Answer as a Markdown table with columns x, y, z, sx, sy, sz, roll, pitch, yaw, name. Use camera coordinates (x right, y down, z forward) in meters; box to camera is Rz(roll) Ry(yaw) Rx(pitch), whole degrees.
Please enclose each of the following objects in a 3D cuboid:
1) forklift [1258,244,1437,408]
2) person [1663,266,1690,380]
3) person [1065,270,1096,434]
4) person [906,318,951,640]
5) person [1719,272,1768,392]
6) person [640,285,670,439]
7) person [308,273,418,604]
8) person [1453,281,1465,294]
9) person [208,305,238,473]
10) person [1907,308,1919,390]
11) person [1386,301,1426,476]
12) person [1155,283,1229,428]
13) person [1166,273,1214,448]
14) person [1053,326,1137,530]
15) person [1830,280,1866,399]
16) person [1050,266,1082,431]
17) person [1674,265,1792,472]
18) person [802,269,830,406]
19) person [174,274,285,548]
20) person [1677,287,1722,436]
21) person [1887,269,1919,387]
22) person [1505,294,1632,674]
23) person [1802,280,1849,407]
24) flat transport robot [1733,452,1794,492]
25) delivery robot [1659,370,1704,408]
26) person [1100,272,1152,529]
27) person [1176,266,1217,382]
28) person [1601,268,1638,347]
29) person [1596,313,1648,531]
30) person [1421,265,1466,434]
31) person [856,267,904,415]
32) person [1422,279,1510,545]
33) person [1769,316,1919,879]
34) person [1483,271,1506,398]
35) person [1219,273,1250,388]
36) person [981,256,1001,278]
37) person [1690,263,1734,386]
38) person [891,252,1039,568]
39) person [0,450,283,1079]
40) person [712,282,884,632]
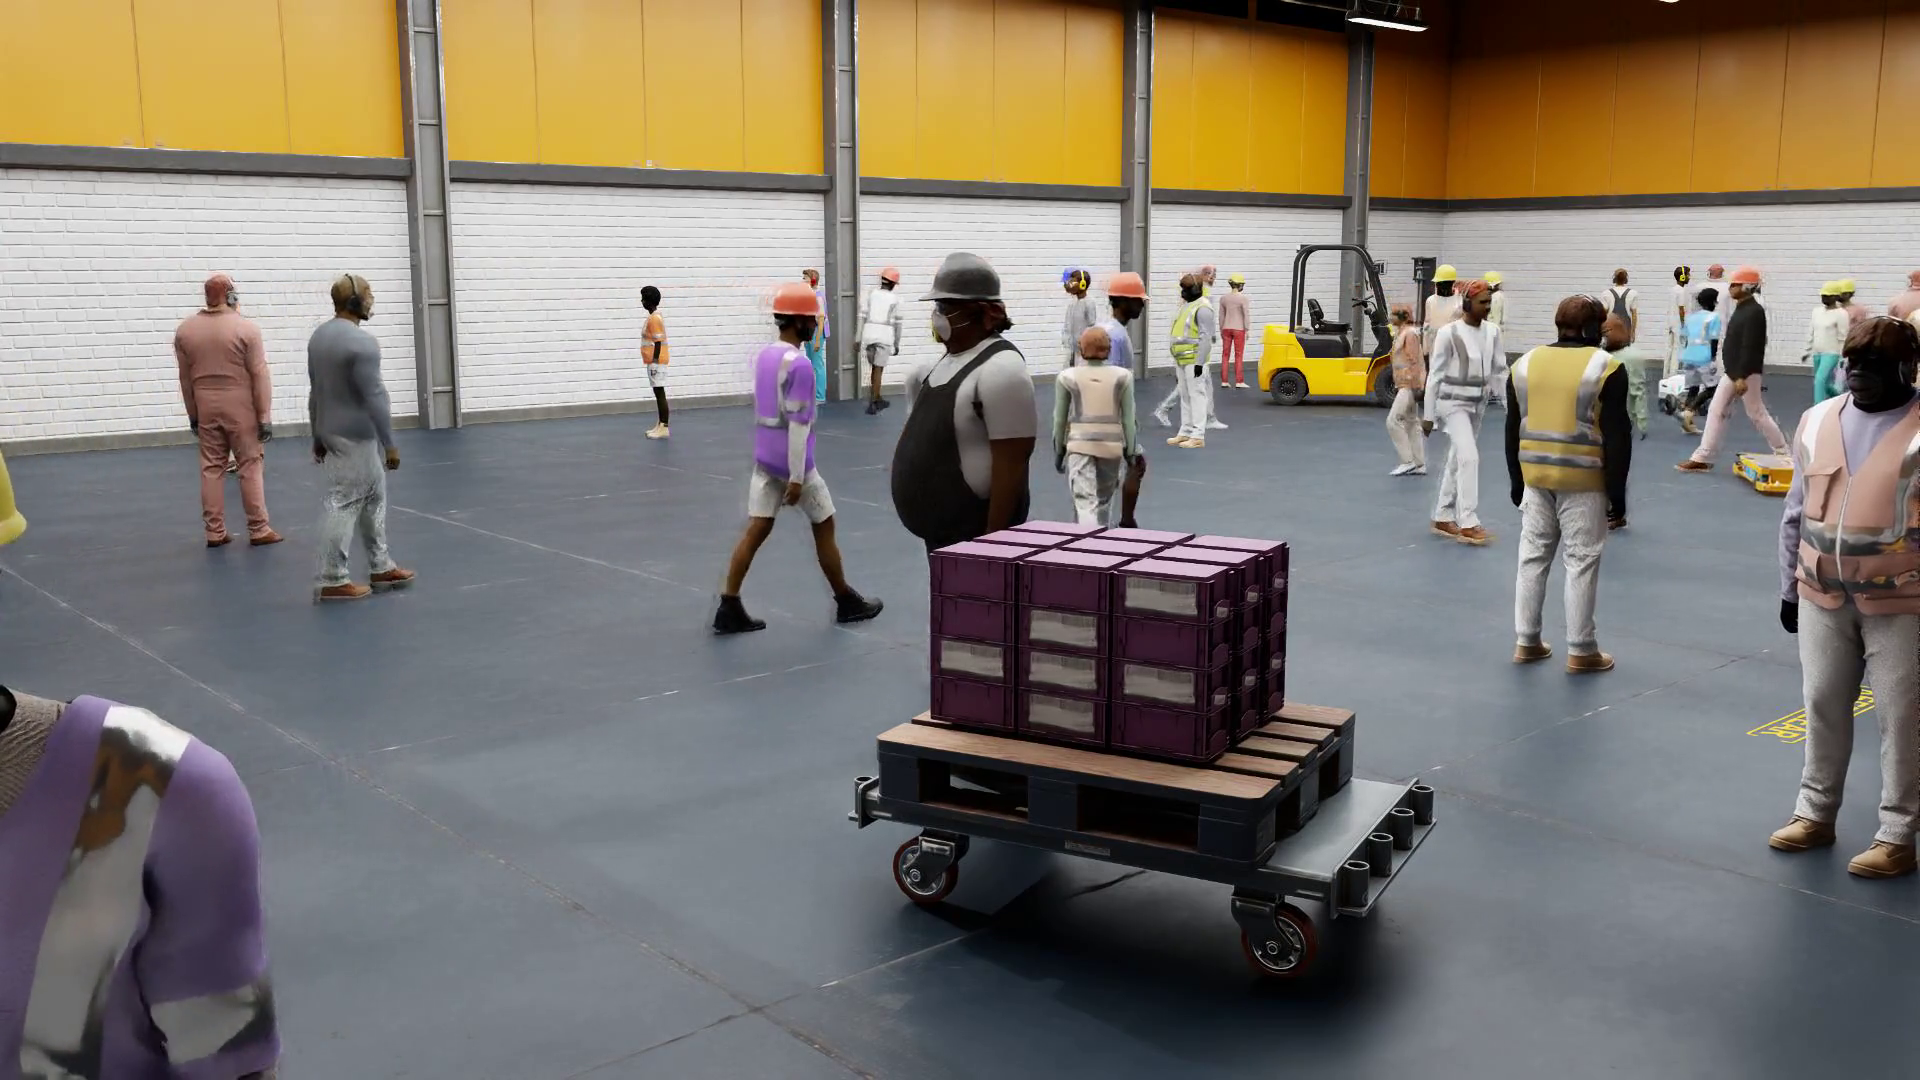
| x | y | z | sx | sy | sz | roll | pitch | yaw | name |
| --- | --- | --- | --- | --- | --- | --- | --- | --- | --- |
| 5.256 | -2.933 | 22.661 | 2.313 | 2.155 | 1.214 | 3 | 10 | 16 | forklift |
| 10.980 | -3.241 | 25.416 | 0.328 | 1.872 | 0.508 | 0 | 10 | 1 | person |
| 1.375 | -2.095 | 18.708 | 0.310 | 1.868 | 0.532 | -2 | 10 | -14 | person |
| 0.030 | -0.204 | 7.720 | 0.516 | 1.845 | 0.737 | -2 | 10 | -14 | person |
| 11.612 | -3.061 | 24.576 | 0.853 | 1.801 | 0.587 | -1 | 10 | -5 | person |
| -3.389 | -1.974 | 18.490 | 0.319 | 1.698 | 0.538 | -2 | 10 | -10 | person |
| -3.481 | -0.604 | 9.825 | 0.661 | 1.909 | 0.814 | 9 | 14 | 44 | person |
| 8.788 | -3.744 | 29.158 | 0.827 | 1.596 | 0.512 | -6 | 11 | -32 | person |
| -6.850 | -1.412 | 15.419 | 0.521 | 1.614 | 0.533 | -4 | 11 | -24 | person |
| 8.476 | -1.385 | 14.416 | 0.555 | 1.919 | 0.579 | 7 | 12 | 36 | person |
| 4.107 | -1.386 | 15.285 | 0.471 | 1.609 | 0.531 | 1 | 10 | 6 | person |
| 2.726 | -2.164 | 19.560 | 0.815 | 1.713 | 0.487 | 1 | 10 | 4 | person |
| 2.441 | -1.896 | 17.634 | 0.429 | 1.841 | 0.625 | -3 | 10 | -15 | person |
| 0.847 | -0.542 | 10.420 | 0.522 | 1.597 | 0.859 | 0 | 10 | -2 | person |
| 11.030 | -2.395 | 20.892 | 0.895 | 1.718 | 0.553 | -5 | 11 | -27 | person |
| 1.431 | -2.183 | 19.103 | 0.710 | 1.916 | 0.619 | 3 | 10 | 15 | person |
| 7.276 | -1.568 | 15.396 | 1.040 | 1.949 | 0.625 | 1 | 10 | 8 | person |
| -1.967 | -2.731 | 22.496 | 0.389 | 1.846 | 0.565 | -4 | 10 | -22 | person |
| -5.084 | -0.882 | 11.600 | 0.671 | 1.903 | 0.546 | 1 | 10 | 6 | person |
| 8.279 | -1.988 | 18.653 | 0.501 | 1.668 | 0.582 | -2 | 10 | -14 | person |
| 11.344 | -2.268 | 19.740 | 0.655 | 1.856 | 0.969 | 5 | 11 | 27 | person |
| 2.980 | -0.276 | 8.143 | 0.429 | 1.839 | 0.633 | -8 | 13 | -39 | person |
| 10.438 | -2.239 | 19.927 | 0.769 | 1.738 | 0.530 | -2 | 10 | -13 | person |
| 7.262 | -0.592 | 14.580 | 0.652 | 0.197 | 1.431 | 3 | 10 | 15 | flat transport robot |
| 9.258 | -1.937 | 21.351 | 0.477 | 0.478 | 0.707 | 0 | 10 | 3 | delivery robot |
| 1.124 | -0.868 | 11.391 | 0.699 | 1.910 | 0.560 | 0 | 10 | -1 | person |
| 3.544 | -3.081 | 24.459 | 0.409 | 1.879 | 0.681 | -3 | 10 | -16 | person |
| 9.568 | -3.022 | 24.201 | 0.505 | 1.847 | 0.349 | 3 | 10 | 17 | person |
| 4.705 | -0.845 | 12.151 | 0.678 | 1.604 | 0.526 | -5 | 11 | -27 | person |
| 5.544 | -2.176 | 19.023 | 0.383 | 1.923 | 0.589 | -8 | 13 | -41 | person |
| -1.009 | -2.576 | 21.468 | 0.590 | 1.882 | 0.791 | 3 | 10 | 15 | person |
| 3.643 | -0.895 | 11.733 | 0.604 | 1.852 | 0.825 | -6 | 12 | -33 | person |
| 2.983 | 0.186 | 5.482 | 0.432 | 1.836 | 0.618 | -6 | 12 | -33 | person |
| 7.334 | -2.826 | 23.148 | 0.478 | 1.815 | 0.597 | 4 | 11 | 24 | person |
| 4.218 | -3.210 | 25.546 | 0.525 | 1.765 | 0.329 | 9 | 13 | 41 | person |
| 0.166 | -1.593 | 15.310 | 0.451 | 2.023 | 0.629 | -3 | 10 | -15 | person |
| 11.530 | -3.273 | 25.474 | 0.651 | 1.912 | 0.410 | 7 | 12 | 35 | person |
| -0.002 | -0.103 | 6.545 | 0.536 | 2.000 | 0.673 | -3 | 10 | -19 | person |
| -0.981 | 0.789 | 1.662 | 0.592 | 1.927 | 0.371 | 0 | 10 | -3 | person |
| -0.910 | -0.441 | 8.982 | 0.996 | 1.890 | 0.546 | -7 | 12 | -36 | person |
